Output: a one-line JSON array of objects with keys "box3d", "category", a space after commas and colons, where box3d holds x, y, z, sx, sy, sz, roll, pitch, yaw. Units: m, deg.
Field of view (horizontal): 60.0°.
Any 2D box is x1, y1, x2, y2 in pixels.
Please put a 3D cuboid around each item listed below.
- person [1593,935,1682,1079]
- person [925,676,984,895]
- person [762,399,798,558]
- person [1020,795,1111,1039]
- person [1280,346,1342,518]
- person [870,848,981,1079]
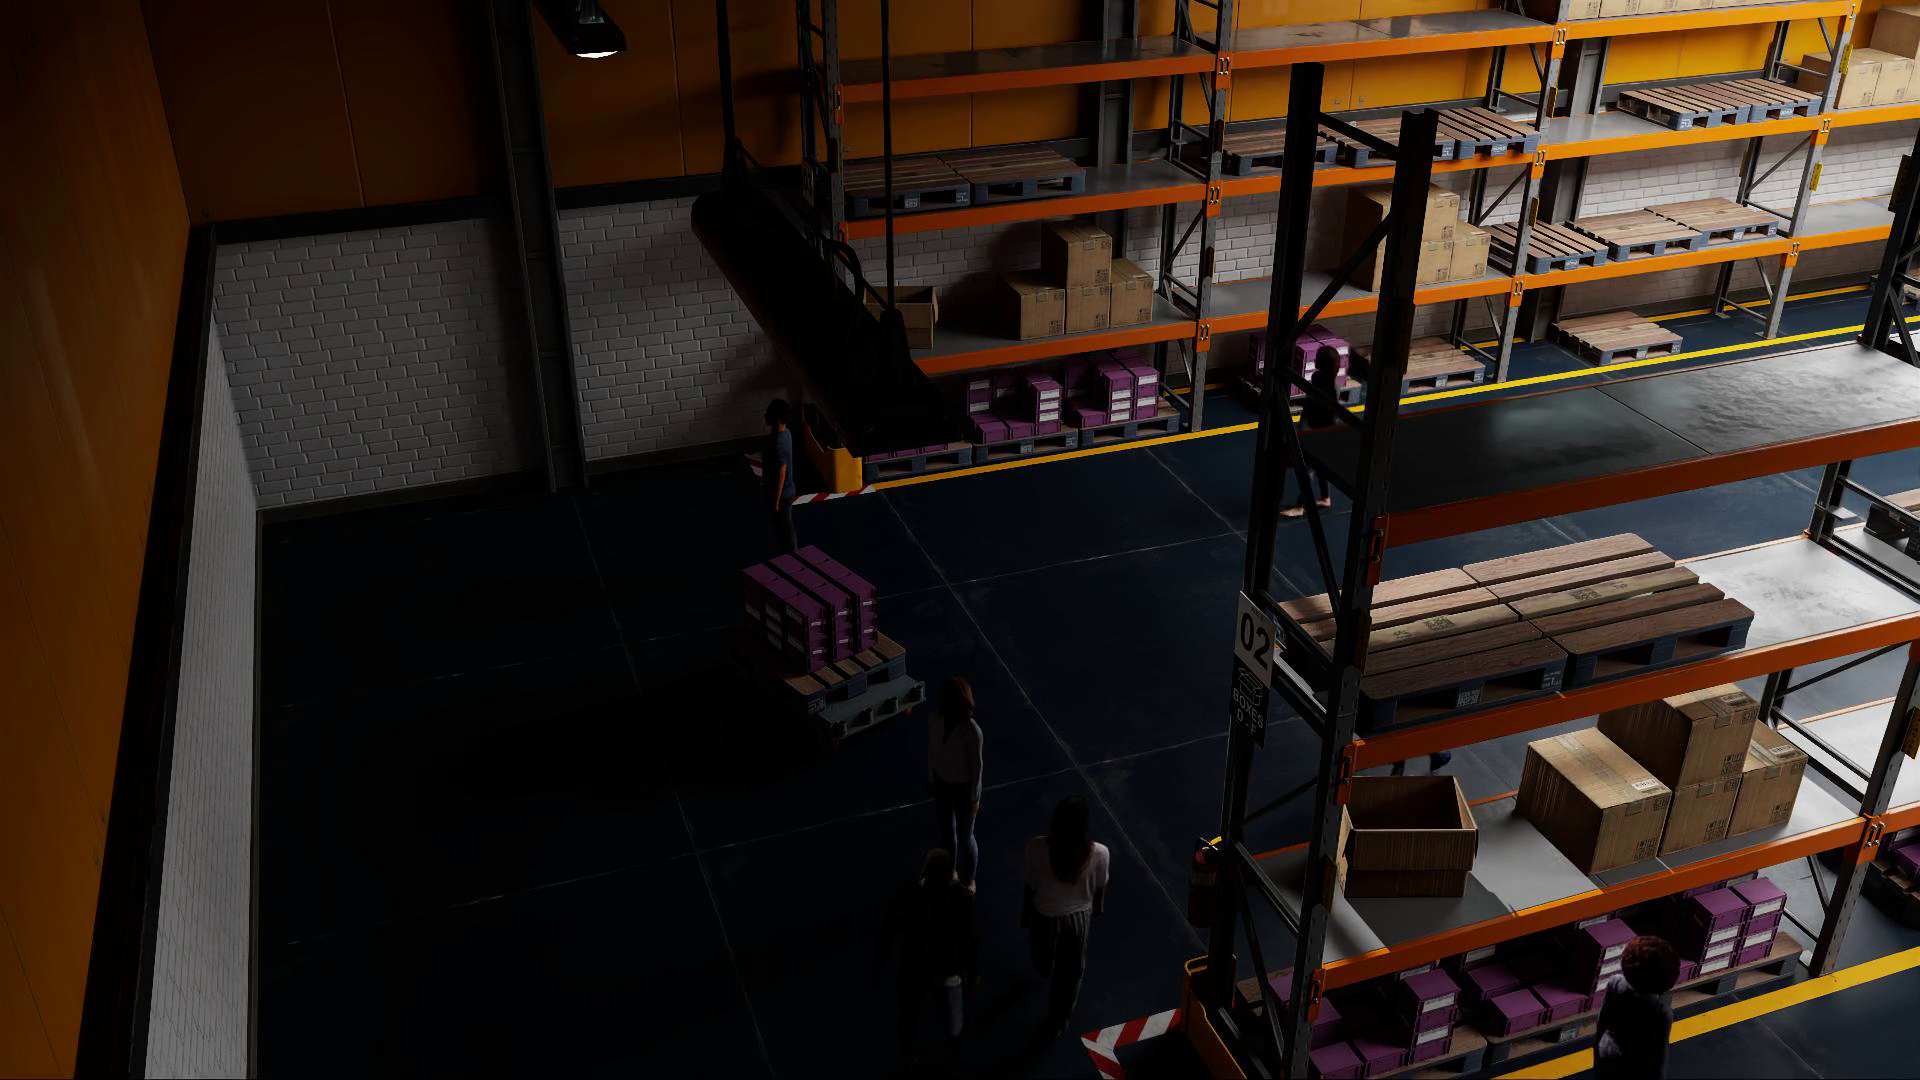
[{"box3d": [3.566, 2.903, 9.050, 0.750, 1.698, 0.684, -17, 33, -28], "category": "person"}, {"box3d": [-0.029, 1.680, 11.191, 0.658, 1.796, 0.652, 23, 36, 35], "category": "person"}, {"box3d": [-1.622, -0.444, 15.068, 0.643, 1.811, 0.706, -2, 29, -3], "category": "person"}, {"box3d": [0.623, 2.333, 10.149, 1.100, 1.646, 1.040, 3, 29, 5], "category": "person"}, {"box3d": [3.610, -1.074, 16.289, 0.861, 1.748, 0.682, -7, 29, -12], "category": "person"}, {"box3d": [-0.136, 2.465, 9.750, 0.987, 1.797, 1.063, 11, 31, 19], "category": "person"}]
